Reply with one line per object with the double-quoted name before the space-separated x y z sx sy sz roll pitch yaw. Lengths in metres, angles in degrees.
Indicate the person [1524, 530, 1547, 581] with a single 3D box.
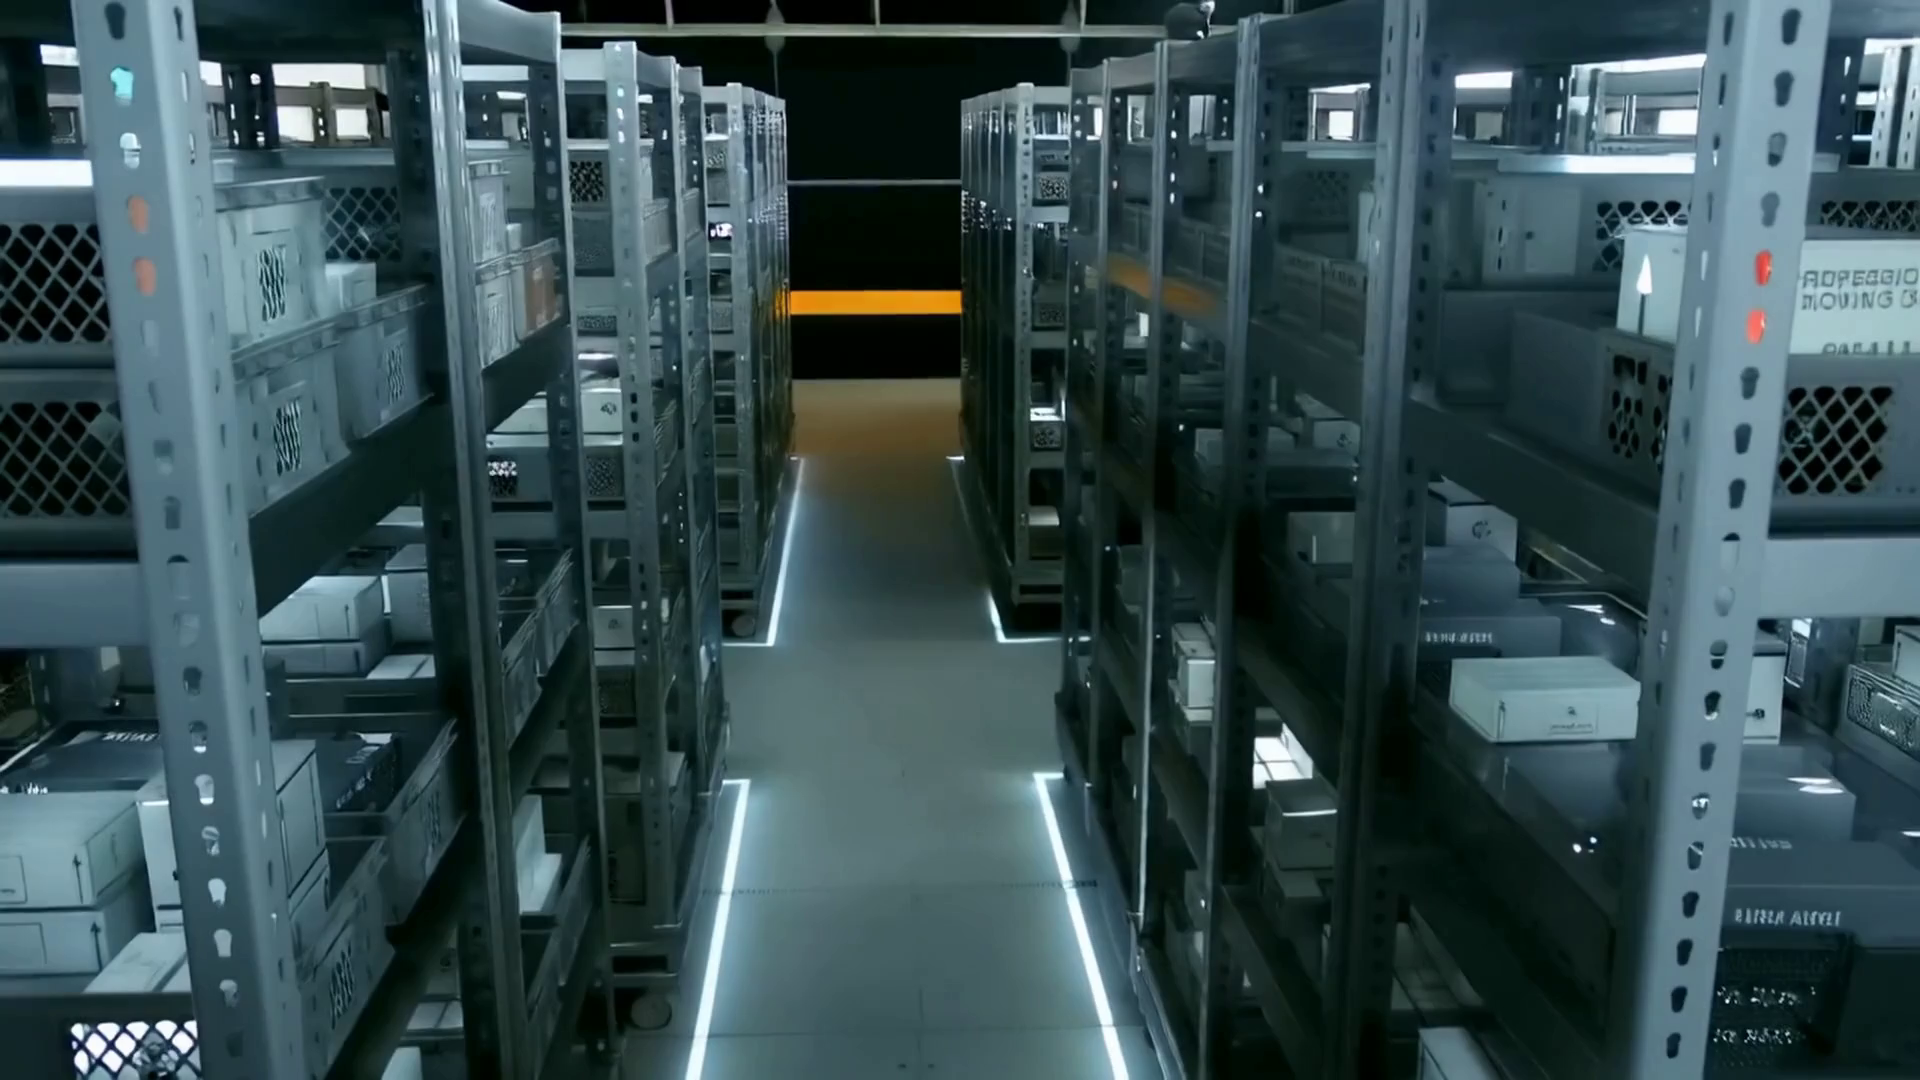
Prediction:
"person" 3.567 -0.130 10.590 0.932 1.782 0.602 -1 14 -5
